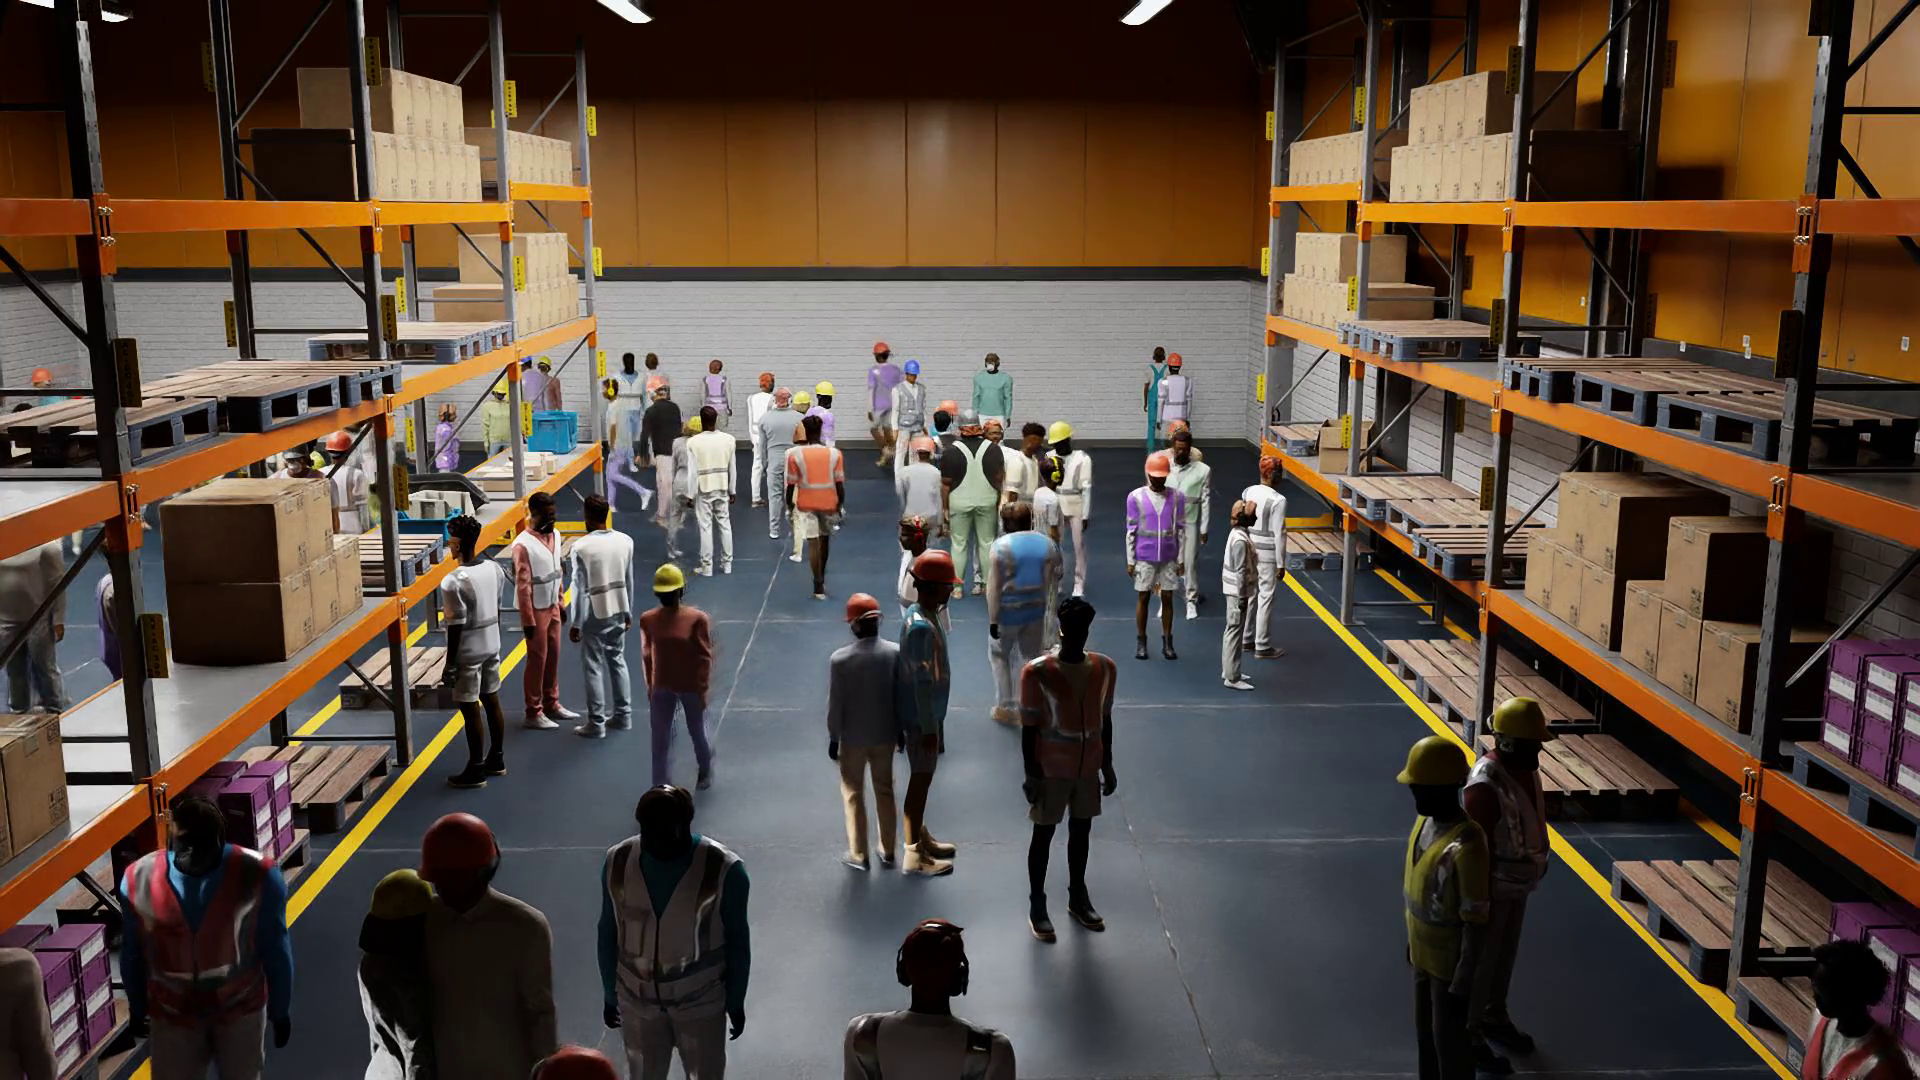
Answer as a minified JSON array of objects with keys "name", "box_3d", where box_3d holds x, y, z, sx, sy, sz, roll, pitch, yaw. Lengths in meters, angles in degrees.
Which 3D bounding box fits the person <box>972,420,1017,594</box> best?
[{"name":"person","box_3d":[0.340,-0.351,17.787,0.583,1.884,0.350,-1,11,-3]}]

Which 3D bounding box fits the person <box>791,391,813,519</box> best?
[{"name":"person","box_3d":[-2.061,-1.081,21.803,0.295,1.744,0.484,-7,13,-31]}]

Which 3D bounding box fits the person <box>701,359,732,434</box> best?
[{"name":"person","box_3d":[-4.012,-2.152,27.435,0.523,1.638,0.311,1,11,5]}]

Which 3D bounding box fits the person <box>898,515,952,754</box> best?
[{"name":"person","box_3d":[-0.266,0.711,12.594,0.392,1.836,0.561,-2,11,-10]}]

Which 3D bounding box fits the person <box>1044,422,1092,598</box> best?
[{"name":"person","box_3d":[1.103,-0.298,17.477,0.626,1.888,0.746,7,13,30]}]

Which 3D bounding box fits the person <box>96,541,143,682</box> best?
[{"name":"person","box_3d":[-5.868,0.869,11.794,0.389,1.842,0.543,-9,14,-38]}]

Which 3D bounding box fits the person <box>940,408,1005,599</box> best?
[{"name":"person","box_3d":[0.119,-0.394,17.609,0.681,2.000,0.536,-2,11,-8]}]

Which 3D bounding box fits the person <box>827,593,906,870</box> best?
[{"name":"person","box_3d":[-0.578,1.191,10.444,0.584,1.727,0.405,-7,13,-31]}]

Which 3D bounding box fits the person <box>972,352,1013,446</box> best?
[{"name":"person","box_3d":[0.488,-1.891,25.373,0.627,1.940,0.370,3,12,13]}]

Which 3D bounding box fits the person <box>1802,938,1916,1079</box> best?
[{"name":"person","box_3d":[3.056,2.166,5.702,0.386,1.670,0.543,0,11,0]}]

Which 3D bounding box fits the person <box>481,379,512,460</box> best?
[{"name":"person","box_3d":[-6.408,-1.370,23.205,0.524,1.764,0.323,-10,15,-41]}]

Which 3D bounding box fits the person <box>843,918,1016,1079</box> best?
[{"name":"person","box_3d":[-0.084,2.124,5.380,0.583,1.882,0.350,2,12,12]}]

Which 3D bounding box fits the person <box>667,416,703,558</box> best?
[{"name":"person","box_3d":[-3.188,-0.623,19.609,0.526,1.700,0.419,4,12,21]}]

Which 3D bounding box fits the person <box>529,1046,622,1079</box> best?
[{"name":"person","box_3d":[-1.218,2.283,5.058,0.489,1.697,0.646,-8,14,-34]}]

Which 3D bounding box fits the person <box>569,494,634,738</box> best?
[{"name":"person","box_3d":[-2.783,0.589,13.029,0.391,1.905,0.599,8,14,35]}]

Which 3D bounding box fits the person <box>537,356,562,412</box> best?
[{"name":"person","box_3d":[-6.672,-2.079,26.783,0.532,1.755,0.342,-1,11,-4]}]

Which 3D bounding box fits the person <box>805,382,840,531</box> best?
[{"name":"person","box_3d":[-1.752,-1.068,21.297,0.398,1.920,0.586,-8,14,-34]}]

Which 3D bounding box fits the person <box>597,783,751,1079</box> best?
[{"name":"person","box_3d":[-1.169,1.867,6.777,0.629,1.840,0.429,2,11,8]}]

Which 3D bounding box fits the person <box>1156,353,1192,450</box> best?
[{"name":"person","box_3d":[3.241,-1.866,25.237,0.545,1.942,0.354,-2,11,-9]}]

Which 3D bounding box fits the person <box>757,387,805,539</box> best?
[{"name":"person","box_3d":[-2.185,-0.954,20.753,0.643,1.909,0.410,0,11,0]}]

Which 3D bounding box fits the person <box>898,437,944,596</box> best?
[{"name":"person","box_3d":[-0.410,-0.244,17.699,0.555,1.708,0.881,4,12,21]}]

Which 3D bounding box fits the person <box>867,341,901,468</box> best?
[{"name":"person","box_3d":[-1.198,-2.127,26.353,0.607,2.028,0.510,-8,14,-34]}]

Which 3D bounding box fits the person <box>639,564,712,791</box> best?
[{"name":"person","box_3d":[-1.940,0.991,11.467,0.526,1.723,0.923,1,11,6]}]

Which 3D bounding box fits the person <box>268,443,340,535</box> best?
[{"name":"person","box_3d":[-6.091,0.045,15.406,0.678,2.000,0.537,-3,12,-15]}]

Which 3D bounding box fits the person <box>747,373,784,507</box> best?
[{"name":"person","box_3d":[-2.673,-1.366,22.914,0.571,1.877,0.346,7,13,31]}]

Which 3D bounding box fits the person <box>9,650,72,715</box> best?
[{"name":"person","box_3d":[-7.587,0.492,13.430,0.476,1.953,0.725,-6,13,-28]}]

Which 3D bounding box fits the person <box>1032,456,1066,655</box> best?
[{"name":"person","box_3d":[0.835,0.154,15.298,0.313,1.867,0.536,-4,12,-17]}]

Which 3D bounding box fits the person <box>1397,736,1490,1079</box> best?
[{"name":"person","box_3d":[2.033,1.763,7.094,0.391,1.919,0.589,-1,11,-5]}]

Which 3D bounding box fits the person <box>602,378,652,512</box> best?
[{"name":"person","box_3d":[-4.585,-1.263,22.478,0.741,1.844,0.531,-1,11,-3]}]

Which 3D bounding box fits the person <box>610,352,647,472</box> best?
[{"name":"person","box_3d":[-5.279,-2.057,26.381,0.602,1.883,0.913,-7,13,-31]}]

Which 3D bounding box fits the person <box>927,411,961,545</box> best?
[{"name":"person","box_3d":[-0.237,-0.755,20.367,0.563,1.654,0.842,-10,15,-41]}]
